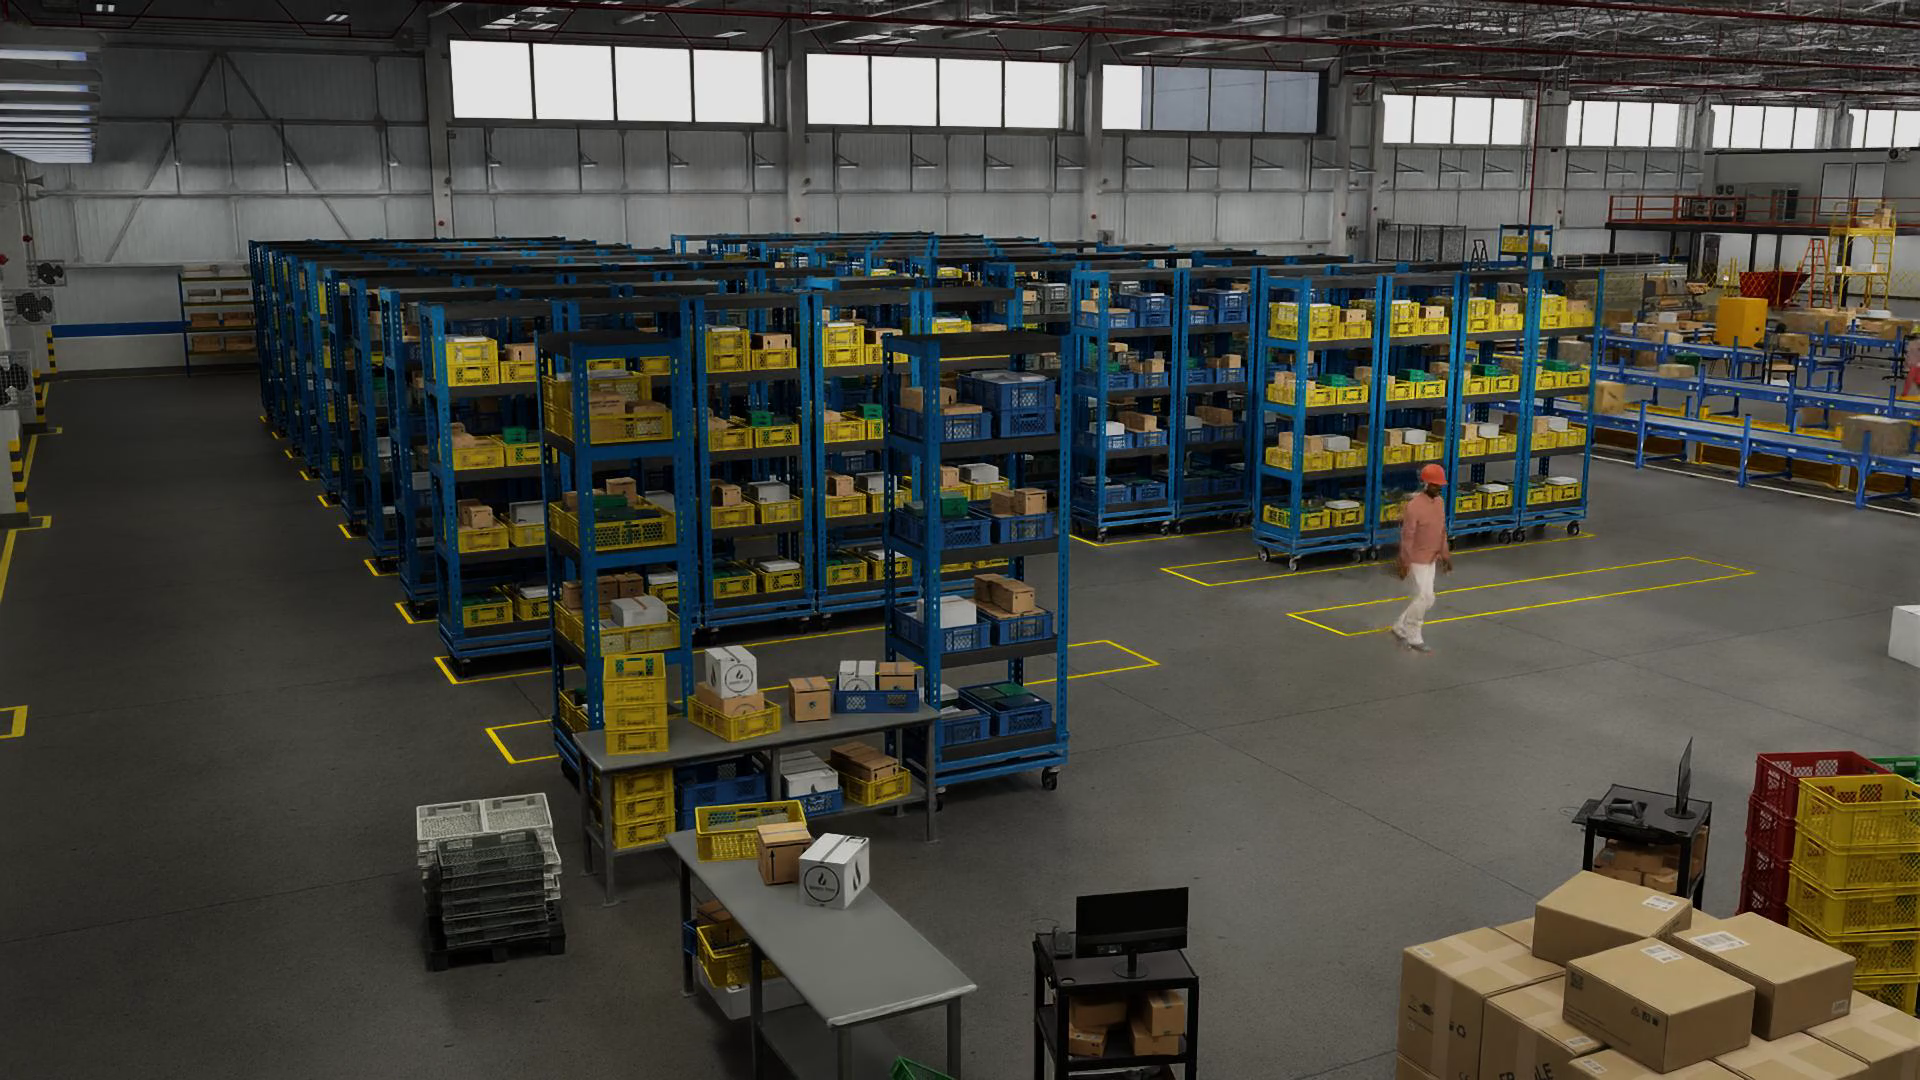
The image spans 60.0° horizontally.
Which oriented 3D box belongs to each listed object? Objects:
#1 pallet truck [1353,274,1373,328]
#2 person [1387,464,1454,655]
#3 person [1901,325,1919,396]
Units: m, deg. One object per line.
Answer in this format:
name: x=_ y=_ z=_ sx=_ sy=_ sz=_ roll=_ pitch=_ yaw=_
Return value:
pallet truck: x=13.011 y=-8.050 z=55.243 sx=0.823 sy=1.965 sz=1.885 roll=-7 pitch=14 yaw=-28
person: x=4.686 y=0.201 z=16.716 sx=0.444 sy=1.972 sz=0.612 roll=10 pitch=16 yaw=40
person: x=20.615 y=-3.759 z=35.845 sx=0.918 sy=1.734 sz=0.531 roll=0 pitch=12 yaw=-1
